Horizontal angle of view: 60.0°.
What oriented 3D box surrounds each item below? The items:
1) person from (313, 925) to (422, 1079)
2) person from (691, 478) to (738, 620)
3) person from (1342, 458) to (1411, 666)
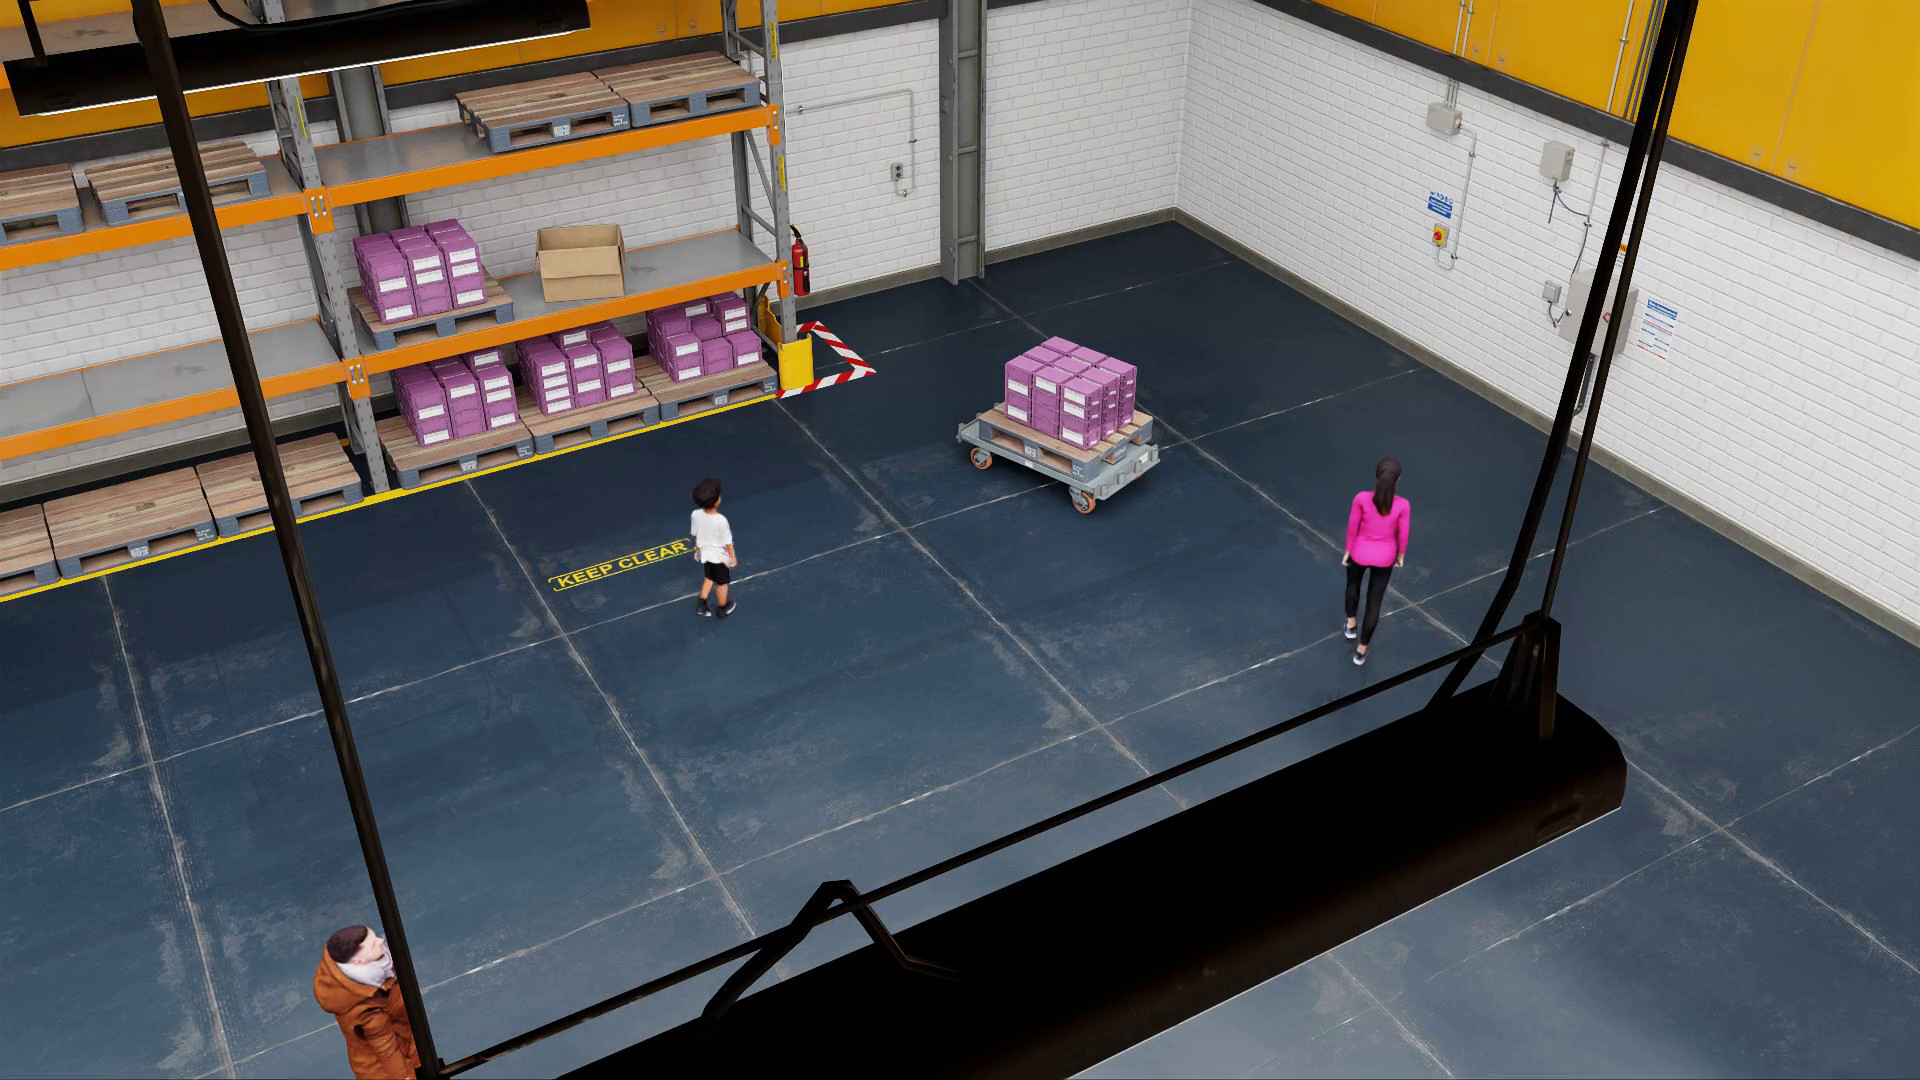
[{"bbox_3d":[-2.913,2.620,8.434,0.778,1.838,0.773,-27,42,-34],"label":"person"},{"bbox_3d":[-1.911,0.110,12.741,0.641,1.252,0.724,17,37,23],"label":"person"},{"bbox_3d":[3.022,0.187,12.235,0.816,1.682,0.883,10,35,15],"label":"person"}]
